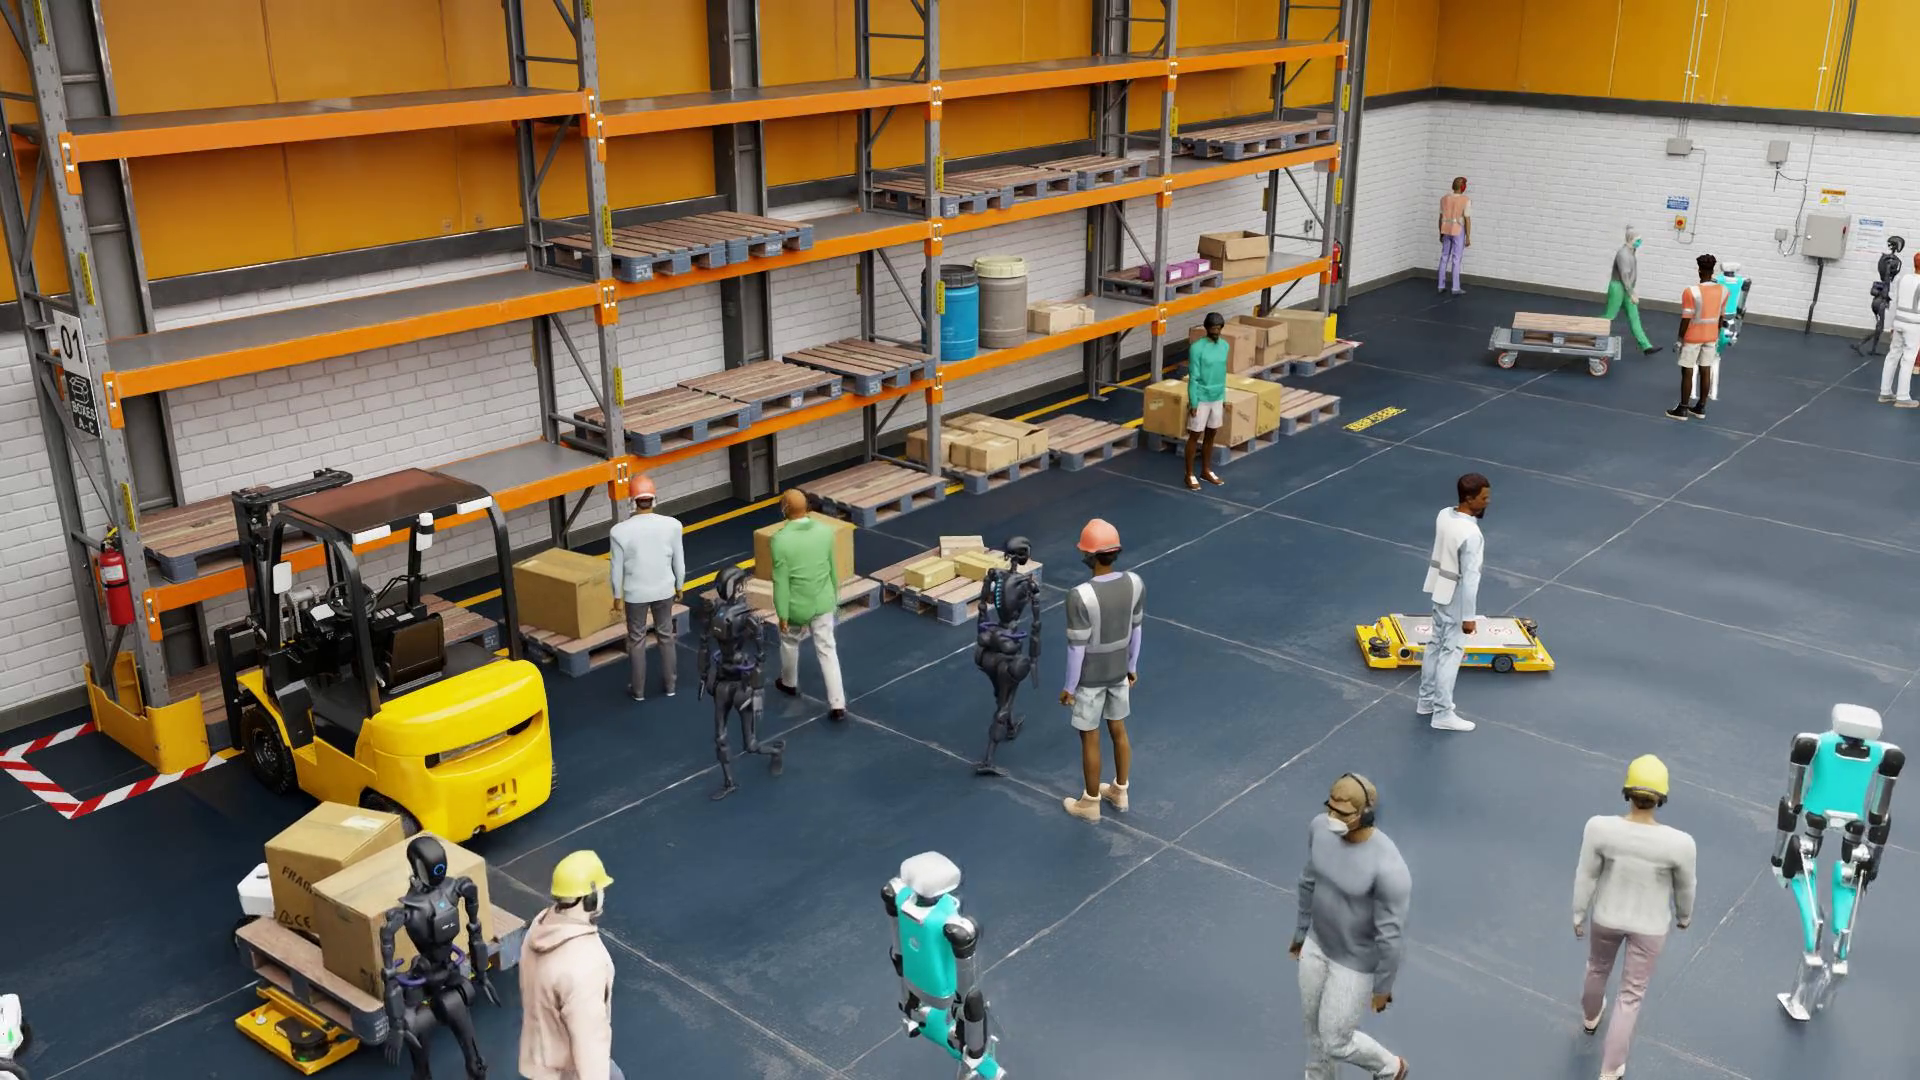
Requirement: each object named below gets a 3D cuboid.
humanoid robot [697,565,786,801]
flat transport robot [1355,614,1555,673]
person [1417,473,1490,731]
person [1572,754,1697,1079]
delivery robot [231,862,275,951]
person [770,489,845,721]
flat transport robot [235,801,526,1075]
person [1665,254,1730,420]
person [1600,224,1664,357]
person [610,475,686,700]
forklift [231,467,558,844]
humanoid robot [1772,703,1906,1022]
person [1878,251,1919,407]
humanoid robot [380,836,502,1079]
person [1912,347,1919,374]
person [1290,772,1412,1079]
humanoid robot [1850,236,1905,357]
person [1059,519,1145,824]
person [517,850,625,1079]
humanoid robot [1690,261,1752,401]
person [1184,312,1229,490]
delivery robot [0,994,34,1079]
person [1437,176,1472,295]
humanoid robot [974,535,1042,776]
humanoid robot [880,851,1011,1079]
[{"bbox_3d":[-1.462,0.906,11.075,0.584,1.635,0.573,13,24,31],"label":"humanoid robot"},{"bbox_3d":[3.948,0.824,13.318,1.431,0.231,0.659,1,20,3],"label":"flat transport robot"},{"bbox_3d":[3.557,0.432,12.005,0.387,1.916,0.589,-2,20,-5],"label":"person"},{"bbox_3d":[3.387,1.867,8.374,0.541,1.738,0.715,13,24,31],"label":"person"},{"bbox_3d":[-3.738,2.080,9.519,0.809,0.606,0.499,3,20,8],"label":"delivery robot"},{"bbox_3d":[-1.122,0.458,12.204,0.551,1.724,0.978,-11,23,-27],"label":"person"},{"bbox_3d":[-3.128,2.381,9.100,0.659,0.231,1.431,14,25,34],"label":"flat transport robot"},{"bbox_3d":[8.676,-2.383,19.563,0.605,1.963,0.373,-6,21,-15],"label":"person"},{"bbox_3d":[9.030,-3.340,22.400,0.998,1.778,0.506,16,26,37],"label":"person"},{"bbox_3d":[-2.337,0.355,12.465,0.572,1.739,0.350,-9,22,-23],"label":"person"},{"bbox_3d":[-3.730,0.710,10.856,2.313,2.155,1.214,17,26,38],"label":"forklift"},{"bbox_3d":[4.520,1.785,8.608,0.531,1.800,0.730,5,21,14],"label":"humanoid robot"},{"bbox_3d":[11.502,-2.556,20.147,0.356,1.883,0.572,-5,21,-13],"label":"person"},{"bbox_3d":[-2.440,2.125,7.756,0.387,1.644,0.593,14,25,34],"label":"humanoid robot"},{"bbox_3d":[12.662,-3.004,21.524,0.475,1.767,0.361,11,23,28],"label":"person"},{"bbox_3d":[1.840,1.954,7.868,0.552,1.921,0.633,-9,22,-23],"label":"person"},{"bbox_3d":[12.387,-3.285,22.430,0.450,1.647,0.594,11,23,27],"label":"humanoid robot"},{"bbox_3d":[0.886,0.841,10.718,0.613,2.038,0.393,-14,25,-34],"label":"person"},{"bbox_3d":[-1.662,2.243,7.228,0.565,1.824,0.758,-17,26,-38],"label":"person"},{"bbox_3d":[9.265,-2.591,20.428,0.531,1.760,0.704,2,20,7],"label":"humanoid robot"},{"bbox_3d":[2.548,-1.454,17.214,0.493,1.846,0.395,-12,24,-30],"label":"person"},{"bbox_3d":[-5.044,2.537,8.256,0.793,0.590,0.499,-9,22,-23],"label":"delivery robot"},{"bbox_3d":[7.810,-4.815,26.321,0.389,1.845,0.562,-16,26,-37],"label":"person"},{"bbox_3d":[0.304,0.757,11.529,0.590,1.608,0.807,17,26,38],"label":"humanoid robot"},{"bbox_3d":[0.034,2.167,7.605,0.731,1.808,0.545,-19,28,-41],"label":"humanoid robot"}]
